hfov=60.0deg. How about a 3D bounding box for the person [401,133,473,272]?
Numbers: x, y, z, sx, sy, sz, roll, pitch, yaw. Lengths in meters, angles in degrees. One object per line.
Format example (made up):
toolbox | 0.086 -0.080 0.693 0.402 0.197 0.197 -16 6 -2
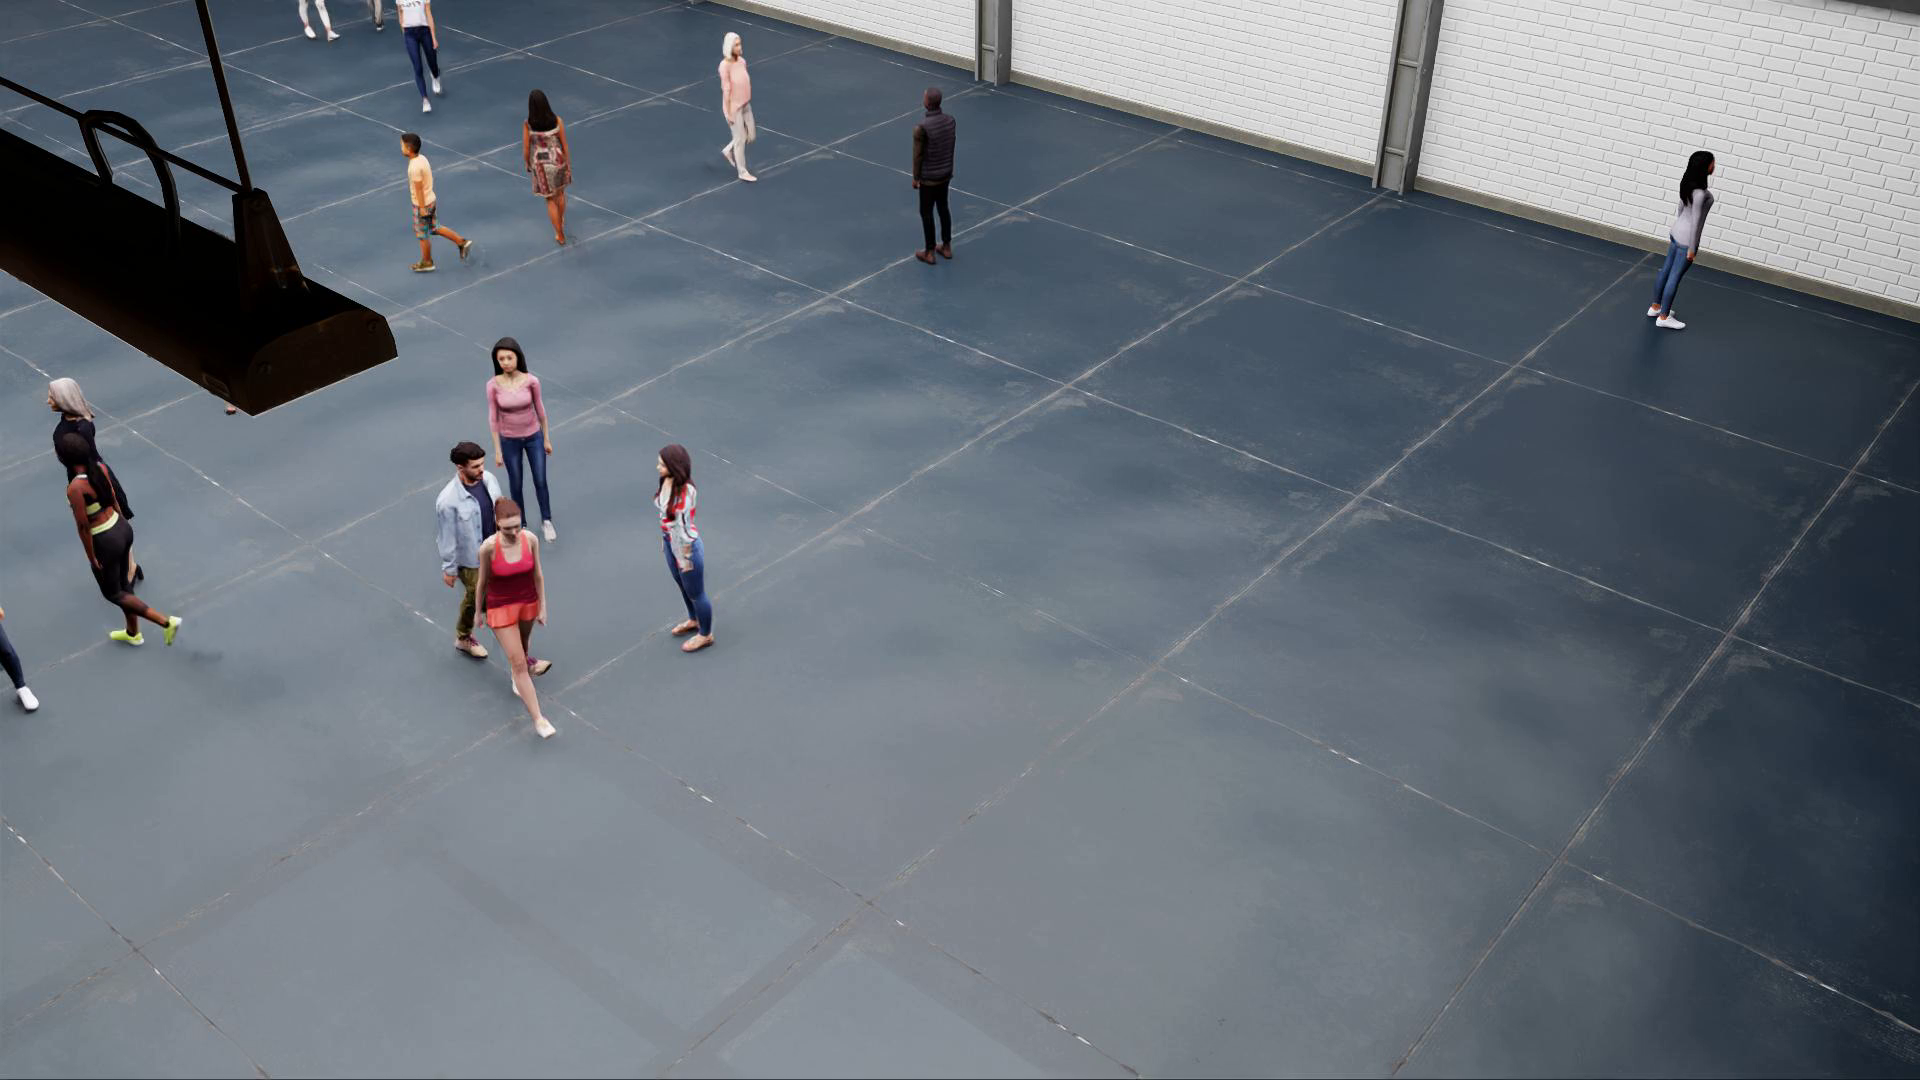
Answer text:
person | -5.422 -3.457 17.068 0.926 1.443 0.858 -2 34 -3

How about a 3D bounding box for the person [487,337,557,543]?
person | -3.351 -0.762 12.744 0.650 1.742 0.669 -9 35 -13

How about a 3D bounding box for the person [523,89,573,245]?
person | -4.338 -3.919 17.602 0.887 1.621 1.037 -13 36 -19

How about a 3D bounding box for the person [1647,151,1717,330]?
person | 6.935 -2.896 15.959 0.714 1.736 0.686 2 34 3

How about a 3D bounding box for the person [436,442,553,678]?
person | -3.381 0.109 11.408 1.230 1.769 0.898 16 37 22

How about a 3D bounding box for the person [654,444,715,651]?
person | -1.931 0.039 11.656 0.694 1.613 0.532 -21 39 -29

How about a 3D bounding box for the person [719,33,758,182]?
person | -2.622 -4.976 19.109 0.796 1.713 0.661 18 38 25

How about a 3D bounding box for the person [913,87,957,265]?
person | -0.263 -3.770 17.184 0.698 1.836 0.596 -28 43 -36

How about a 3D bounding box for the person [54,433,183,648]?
person | -5.819 0.043 11.536 1.002 1.738 0.830 7 34 10

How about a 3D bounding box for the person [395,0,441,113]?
person | -6.881 -6.411 21.228 1.001 1.757 1.117 -5 34 -8

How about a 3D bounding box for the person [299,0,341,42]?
person | -9.313 -7.924 23.590 0.671 1.662 1.085 -29 43 -36

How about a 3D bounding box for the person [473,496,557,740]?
person | -2.968 0.418 11.015 0.870 1.691 1.239 -18 37 -24

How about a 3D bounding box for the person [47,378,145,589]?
person | -6.368 -0.411 12.211 0.684 1.747 0.541 -27 42 -34
